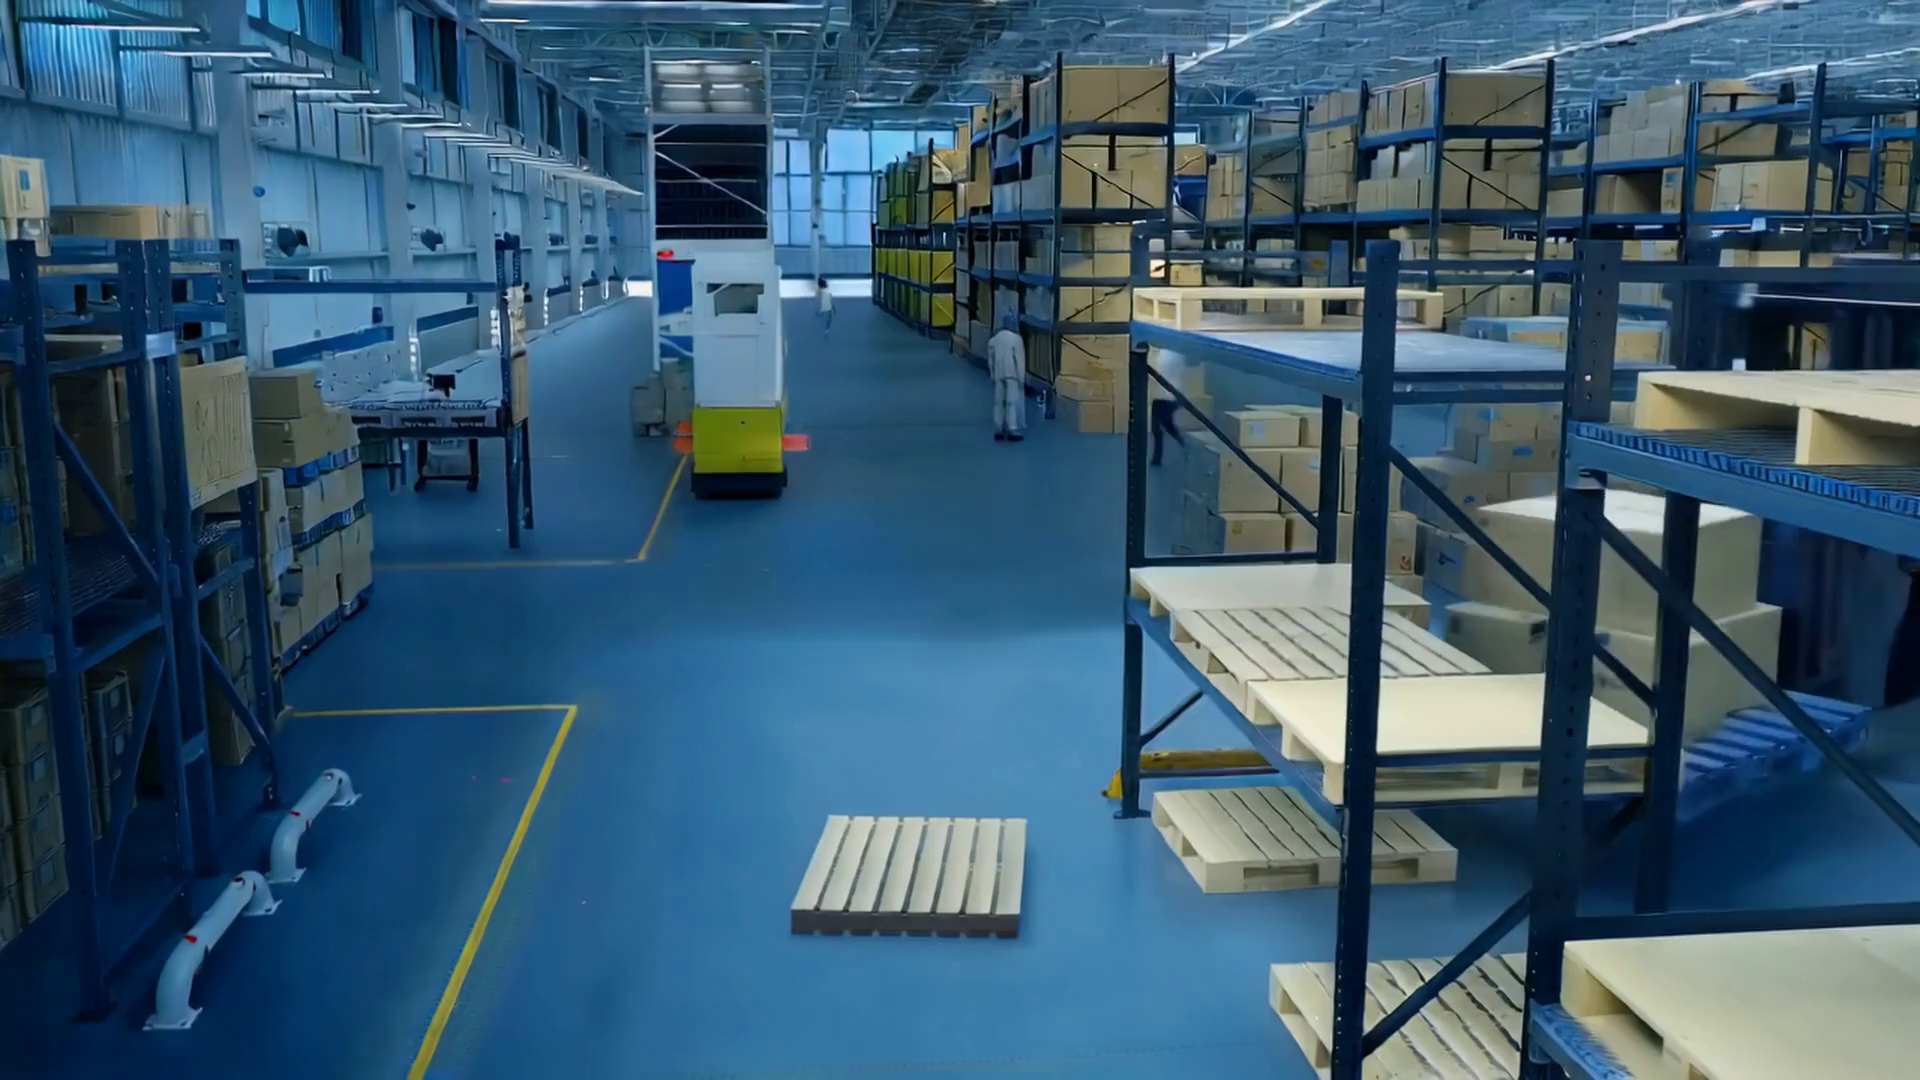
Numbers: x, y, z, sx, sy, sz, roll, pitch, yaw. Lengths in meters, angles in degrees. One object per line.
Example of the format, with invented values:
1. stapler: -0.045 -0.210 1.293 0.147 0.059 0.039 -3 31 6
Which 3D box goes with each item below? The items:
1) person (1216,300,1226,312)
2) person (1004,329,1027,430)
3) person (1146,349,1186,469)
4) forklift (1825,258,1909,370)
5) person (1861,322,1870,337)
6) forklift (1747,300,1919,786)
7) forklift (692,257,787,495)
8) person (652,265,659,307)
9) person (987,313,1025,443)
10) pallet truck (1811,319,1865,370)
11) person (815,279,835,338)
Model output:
1. person: 7.476 -6.390 47.812 0.450 1.619 0.522 -4 11 -20
2. person: 0.864 -2.557 26.587 0.530 1.610 0.644 -4 11 -20
3. person: 2.781 -1.905 21.994 0.689 1.973 0.632 8 13 39
4. forklift: 10.315 -1.841 19.136 1.873 2.768 1.129 -1 10 -7
5. person: 14.168 -2.678 26.469 0.643 1.909 0.411 0 10 0
6. forklift: 5.131 -0.177 9.915 1.873 2.768 1.129 -8 13 -38
7. forklift: -2.699 -2.034 20.203 1.129 2.768 1.873 -1 10 -6
8. person: -13.894 -11.639 76.030 0.354 1.942 0.545 6 12 30
9. person: 0.704 -2.427 24.991 0.627 1.941 0.371 7 13 35
10. pallet truck: 15.846 -3.142 28.793 1.885 1.965 0.823 2 10 12
11. person: -4.179 -7.178 51.604 0.648 1.833 0.435 2 10 11
